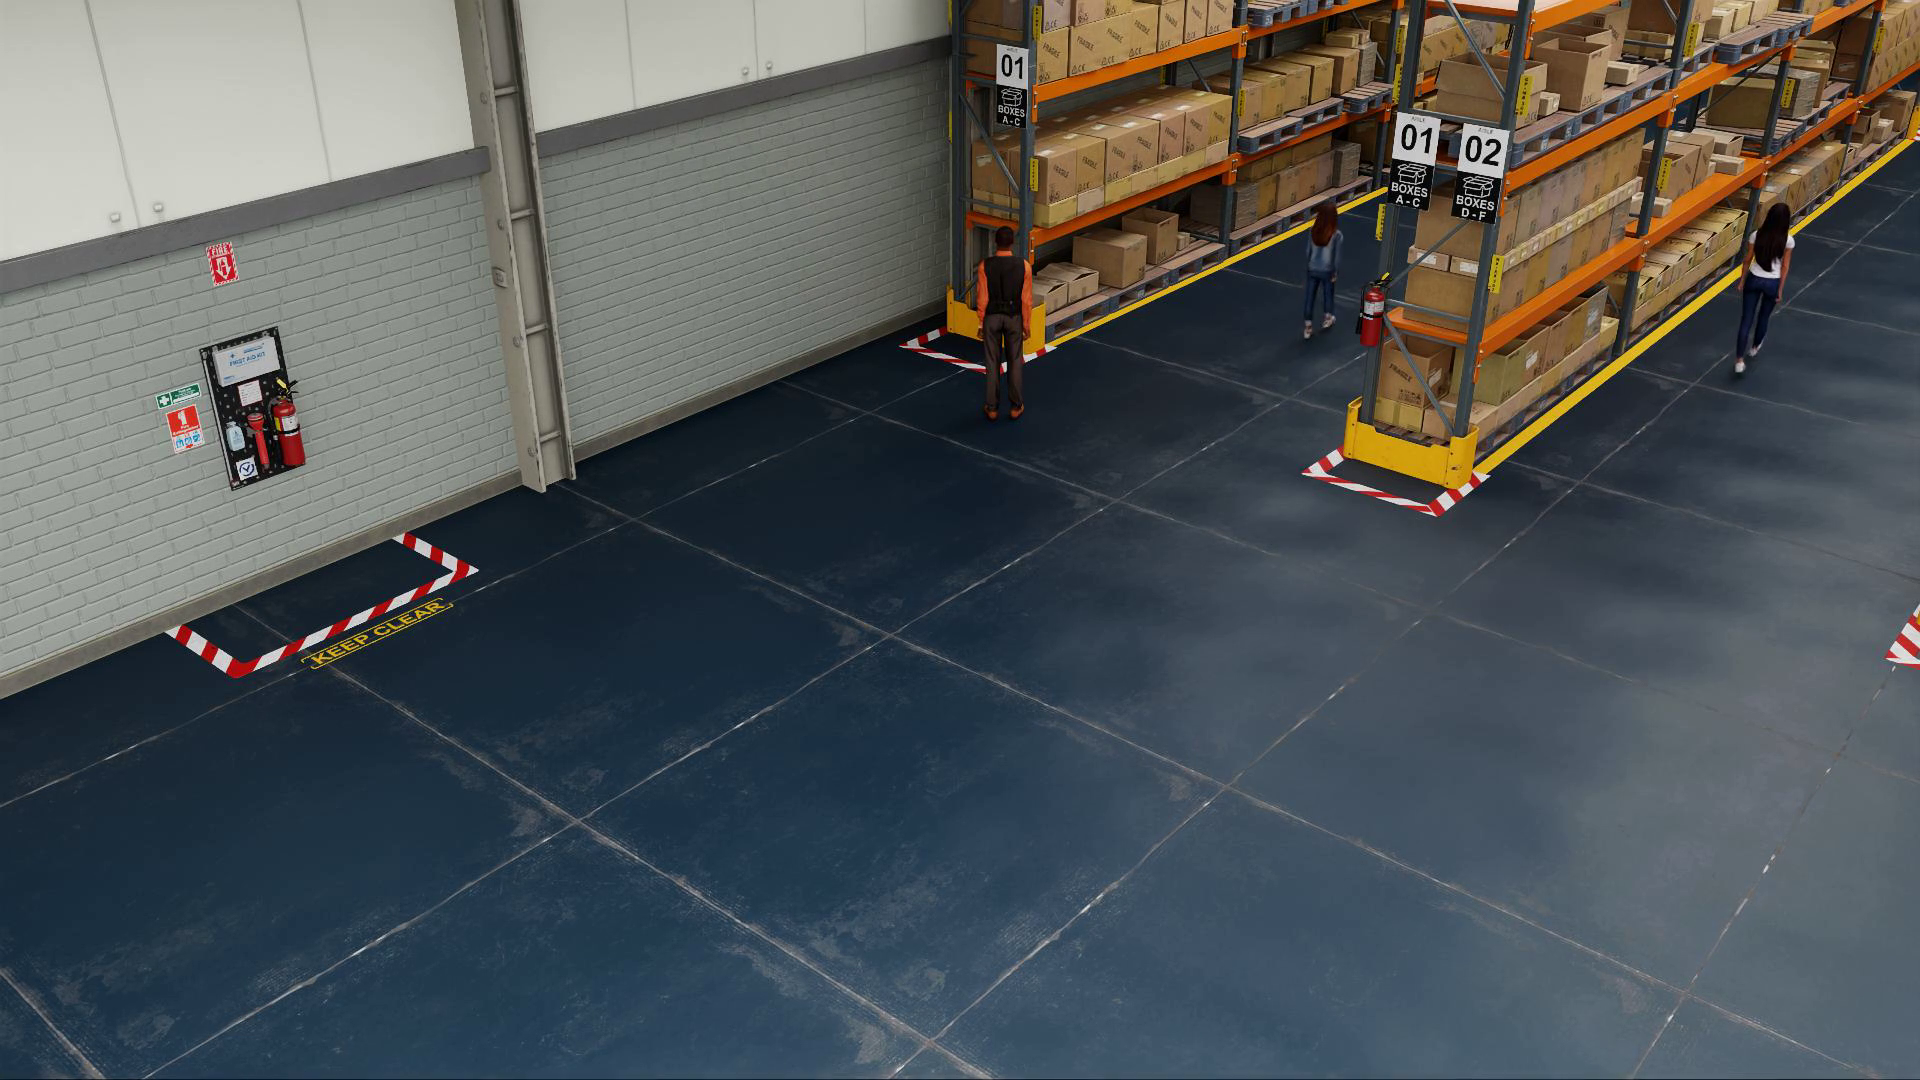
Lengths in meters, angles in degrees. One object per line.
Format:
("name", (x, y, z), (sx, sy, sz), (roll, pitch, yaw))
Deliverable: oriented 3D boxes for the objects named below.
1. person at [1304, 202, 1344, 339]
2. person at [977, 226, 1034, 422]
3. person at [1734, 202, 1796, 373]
("person", (3.863, -2.878, 17.929), (0.683, 1.454, 0.897), (13, 31, 23))
("person", (0.417, -2.077, 15.943), (0.794, 1.908, 0.841), (-1, 28, -2))
("person", (8.165, -2.532, 16.987), (0.710, 1.729, 1.193), (17, 32, 29))
